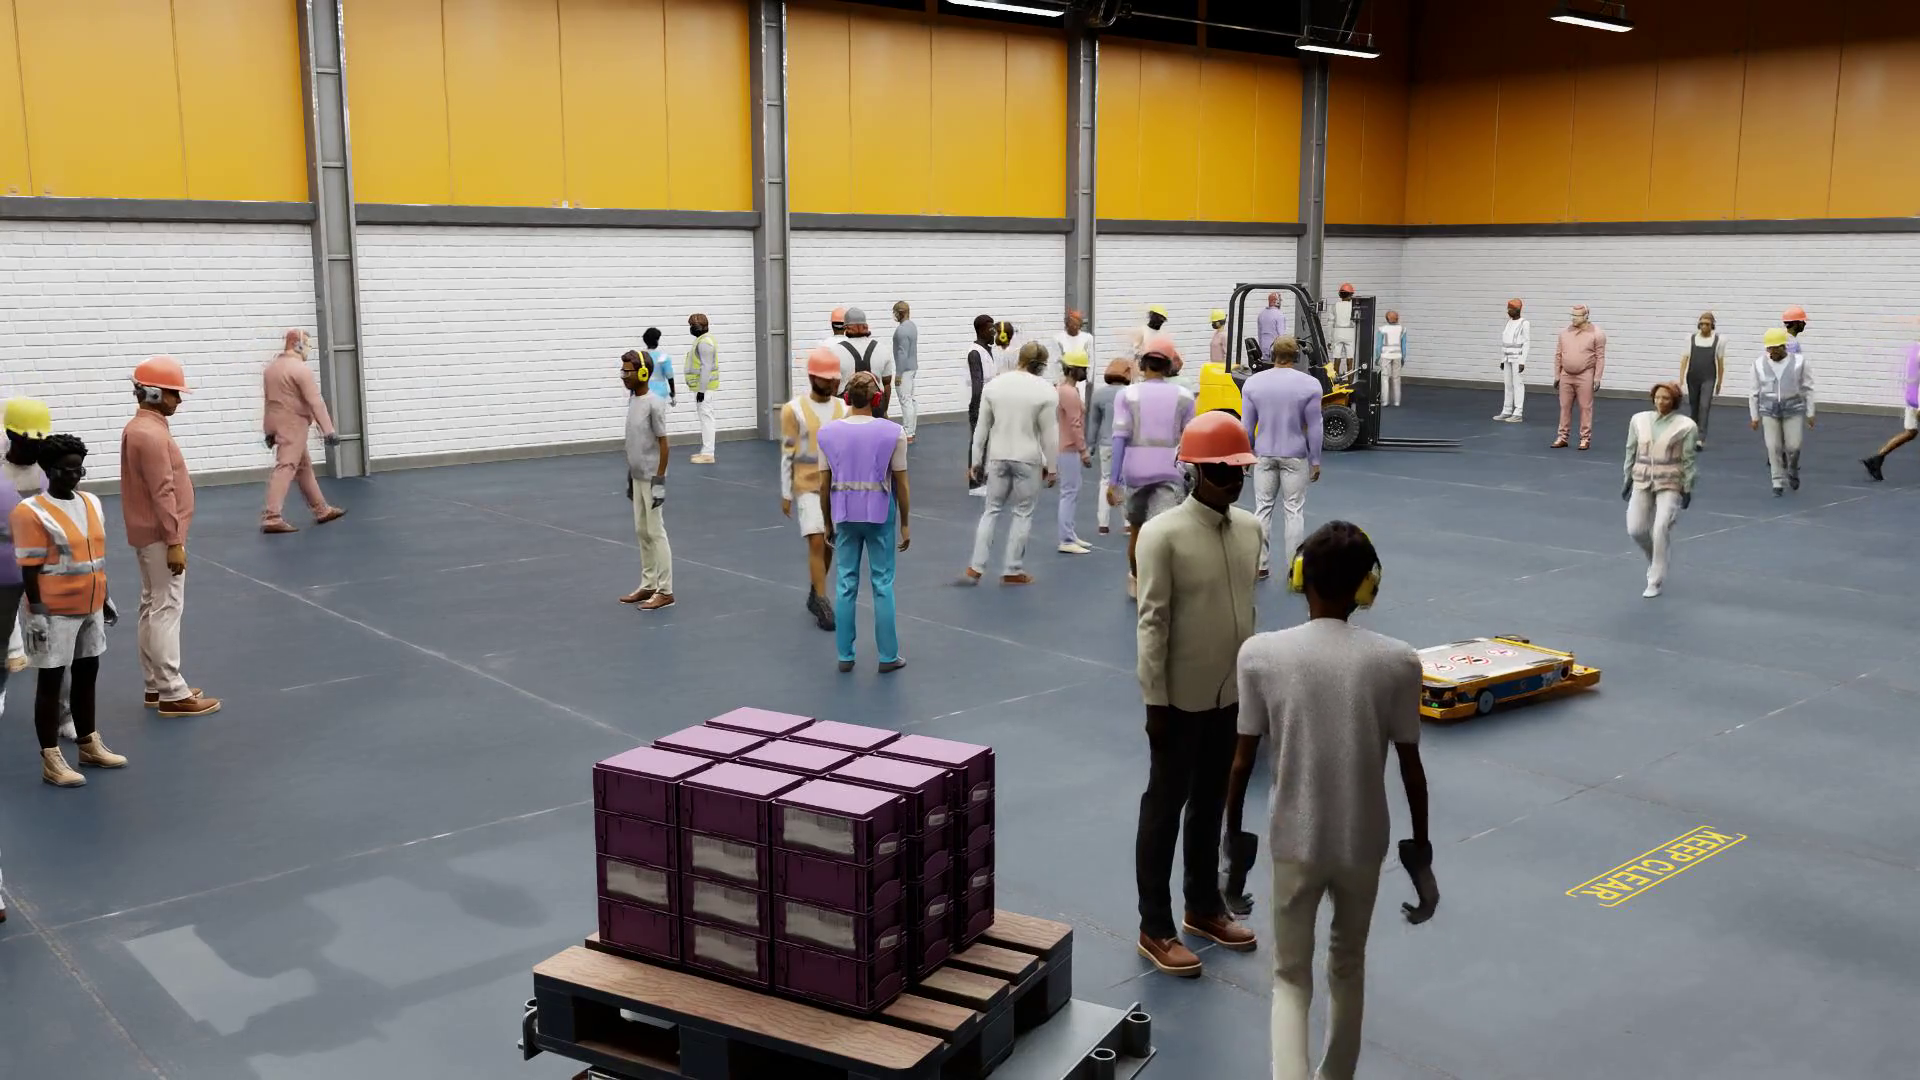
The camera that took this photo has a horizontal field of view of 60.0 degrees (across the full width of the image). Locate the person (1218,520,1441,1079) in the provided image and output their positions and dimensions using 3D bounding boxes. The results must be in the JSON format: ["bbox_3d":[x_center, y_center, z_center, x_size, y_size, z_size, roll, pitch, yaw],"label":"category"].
[{"bbox_3d":[0.998,0.869,4.499,0.599,1.825,0.817,1,10,9],"label":"person"}]

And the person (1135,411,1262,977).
[{"bbox_3d":[0.873,0.533,5.953,0.611,1.996,0.387,-8,13,-40],"label":"person"}]

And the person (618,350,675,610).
[{"bbox_3d":[-2.268,-0.431,11.965,0.319,1.870,0.521,-7,12,-34],"label":"person"}]

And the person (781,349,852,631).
[{"bbox_3d":[-0.935,-0.365,11.490,0.564,1.903,0.819,-5,11,-26],"label":"person"}]

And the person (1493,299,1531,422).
[{"bbox_3d":[8.475,-2.746,25.466,0.355,1.887,0.574,-3,10,-16],"label":"person"}]

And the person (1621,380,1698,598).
[{"bbox_3d":[5.253,-0.397,12.467,0.504,1.623,0.530,-9,13,-43],"label":"person"}]

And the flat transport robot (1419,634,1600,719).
[{"bbox_3d":[2.982,0.771,9.597,1.431,0.197,0.652,-7,12,-34],"label":"flat transport robot"}]

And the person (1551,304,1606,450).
[{"bbox_3d":[8.099,-2.133,21.830,0.644,1.905,0.400,9,13,43],"label":"person"}]

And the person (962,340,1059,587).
[{"bbox_3d":[0.409,-0.579,12.769,0.730,1.895,0.467,5,11,25],"label":"person"}]

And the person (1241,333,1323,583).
[{"bbox_3d":[2.496,-0.629,12.924,0.638,1.937,0.356,4,10,22],"label":"person"}]

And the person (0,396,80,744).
[{"bbox_3d":[-5.023,0.123,8.885,0.609,1.829,1.153,-9,13,-43],"label":"person"}]

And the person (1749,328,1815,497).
[{"bbox_3d":[8.669,-1.344,17.560,0.646,1.789,0.579,6,12,33],"label":"person"}]

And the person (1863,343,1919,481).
[{"bbox_3d":[10.606,-1.557,18.462,0.854,1.912,0.556,2,10,12],"label":"person"}]

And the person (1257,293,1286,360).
[{"bbox_3d":[5.398,-3.292,28.608,0.409,1.908,0.639,-6,11,-30],"label":"person"}]

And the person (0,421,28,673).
[{"bbox_3d":[-5.974,-0.087,10.028,0.621,1.845,0.429,-5,11,-26],"label":"person"}]

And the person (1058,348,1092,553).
[{"bbox_3d":[0.969,-0.759,14.213,0.338,1.765,0.540,0,10,2],"label":"person"}]

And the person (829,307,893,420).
[{"bbox_3d":[-1.037,-1.317,16.650,0.678,2.000,0.537,-3,10,-19],"label":"person"}]

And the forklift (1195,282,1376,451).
[{"bbox_3d":[4.328,-2.346,22.227,2.313,2.155,1.214,3,10,16],"label":"forklift"}]

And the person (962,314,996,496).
[{"bbox_3d":[0.226,-1.428,17.666,0.392,1.917,0.593,2,10,10],"label":"person"}]

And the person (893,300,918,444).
[{"bbox_3d":[-0.758,-2.270,22.542,0.373,1.937,0.629,2,10,10],"label":"person"}]

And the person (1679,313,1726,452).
[{"bbox_3d":[9.685,-2.062,21.741,0.508,1.795,0.984,6,12,32],"label":"person"}]

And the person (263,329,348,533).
[{"bbox_3d":[-6.123,-1.012,15.427,0.926,1.852,0.680,-9,14,-44],"label":"person"}]

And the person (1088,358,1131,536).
[{"bbox_3d":[1.427,-0.824,14.989,0.651,1.617,0.449,5,11,29],"label":"person"}]

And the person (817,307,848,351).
[{"bbox_3d":[-1.408,-1.745,19.455,0.553,1.935,0.363,-2,10,-13],"label":"person"}]

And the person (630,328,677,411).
[{"bbox_3d":[-3.712,-1.749,20.277,0.545,1.659,0.780,2,10,10],"label":"person"}]

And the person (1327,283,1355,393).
[{"bbox_3d":[7.032,-3.671,30.431,0.611,2.040,0.393,4,10,22],"label":"person"}]

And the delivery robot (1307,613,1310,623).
[{"bbox_3d":[1.973,0.645,9.232,0.707,0.478,0.477,-4,10,-20],"label":"delivery robot"}]

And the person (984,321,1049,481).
[{"bbox_3d":[0.609,-1.541,18.631,0.949,1.824,0.527,2,10,13],"label":"person"}]

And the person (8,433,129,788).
[{"bbox_3d":[-4.302,0.328,8.035,0.321,1.694,0.529,2,10,13],"label":"person"}]

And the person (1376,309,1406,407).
[{"bbox_3d":[7.251,-3.052,27.985,0.521,1.638,0.311,-1,10,-5],"label":"person"}]

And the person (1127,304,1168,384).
[{"bbox_3d":[2.512,-2.282,22.806,0.747,1.879,0.386,-9,13,-42],"label":"person"}]

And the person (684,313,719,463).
[{"bbox_3d":[-3.173,-1.860,20.436,0.429,1.837,0.621,-1,10,-6],"label":"person"}]

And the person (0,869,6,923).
[{"bbox_3d":[-3.852,0.530,6.227,0.401,1.910,0.641,-6,11,-30],"label":"person"}]

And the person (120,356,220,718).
[{"bbox_3d":[-4.400,-0.017,9.203,0.393,1.985,0.611,-7,12,-36],"label":"person"}]

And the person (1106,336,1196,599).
[{"bbox_3d":[1.374,-0.461,11.897,0.675,1.976,1.040,-1,10,-4],"label":"person"}]

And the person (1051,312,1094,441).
[{"bbox_3d":[1.530,-2.219,22.729,0.591,1.787,1.153,0,10,1],"label":"person"}]

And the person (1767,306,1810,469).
[{"bbox_3d":[9.928,-1.827,19.924,0.352,1.942,0.546,2,10,13],"label":"person"}]

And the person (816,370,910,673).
[{"bbox_3d":[-0.583,-0.099,10.089,0.567,1.847,0.389,2,10,9],"label":"person"}]

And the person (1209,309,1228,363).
[{"bbox_3d":[3.790,-2.500,24.404,0.323,1.761,0.523,-2,10,-13],"label":"person"}]

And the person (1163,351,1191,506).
[{"bbox_3d":[2.062,-1.088,16.501,0.282,1.633,0.499,-9,13,-42],"label":"person"}]
